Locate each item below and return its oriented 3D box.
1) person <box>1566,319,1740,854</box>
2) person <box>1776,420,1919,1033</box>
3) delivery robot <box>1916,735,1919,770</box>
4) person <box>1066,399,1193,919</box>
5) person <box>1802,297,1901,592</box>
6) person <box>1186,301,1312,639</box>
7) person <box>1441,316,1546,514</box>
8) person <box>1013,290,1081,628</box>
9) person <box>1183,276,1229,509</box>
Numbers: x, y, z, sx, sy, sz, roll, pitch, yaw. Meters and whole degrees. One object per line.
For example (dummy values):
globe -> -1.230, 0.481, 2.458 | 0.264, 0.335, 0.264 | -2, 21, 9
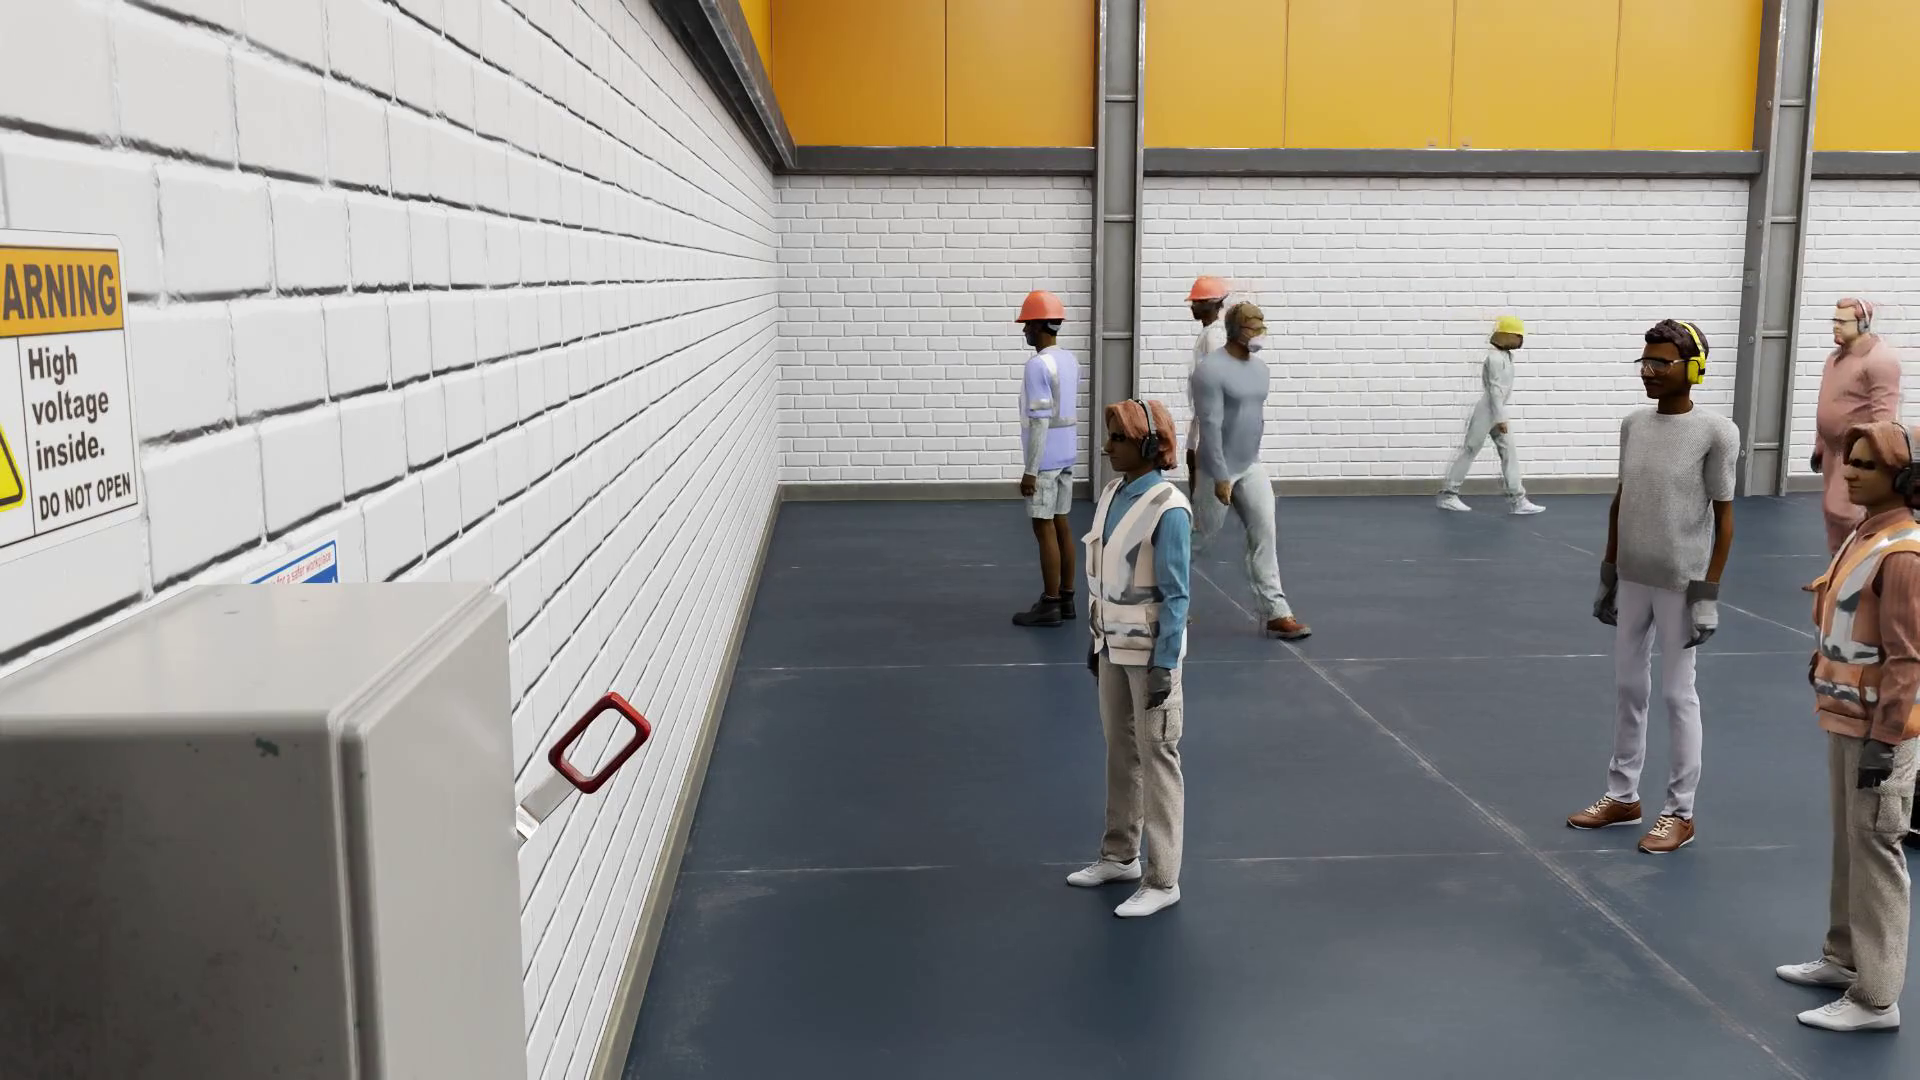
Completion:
person -> 2.462, 0.161, 5.884 | 0.328, 1.872, 0.510 | -5, 10, -28
person -> 2.443, 0.498, 4.476 | 0.306, 1.643, 0.523 | 3, 9, 17
delivery robot -> 3.695, 0.771, 5.873 | 0.707, 0.478, 0.477 | 6, 11, 33
person -> 0.563, 0.368, 5.303 | 0.307, 1.641, 0.513 | -4, 10, -23
person -> 5.613, -0.570, 10.430 | 0.474, 1.893, 0.635 | 1, 9, 5
person -> 1.507, -0.399, 9.372 | 0.636, 1.896, 1.021 | -8, 12, -41
person -> 4.521, -1.059, 14.112 | 0.873, 1.683, 0.475 | 7, 12, 38
person -> 0.478, -0.464, 9.600 | 0.373, 1.935, 0.552 | 4, 10, 26
person -> 1.982, -1.007, 12.753 | 0.757, 2.024, 0.611 | 1, 9, 6
